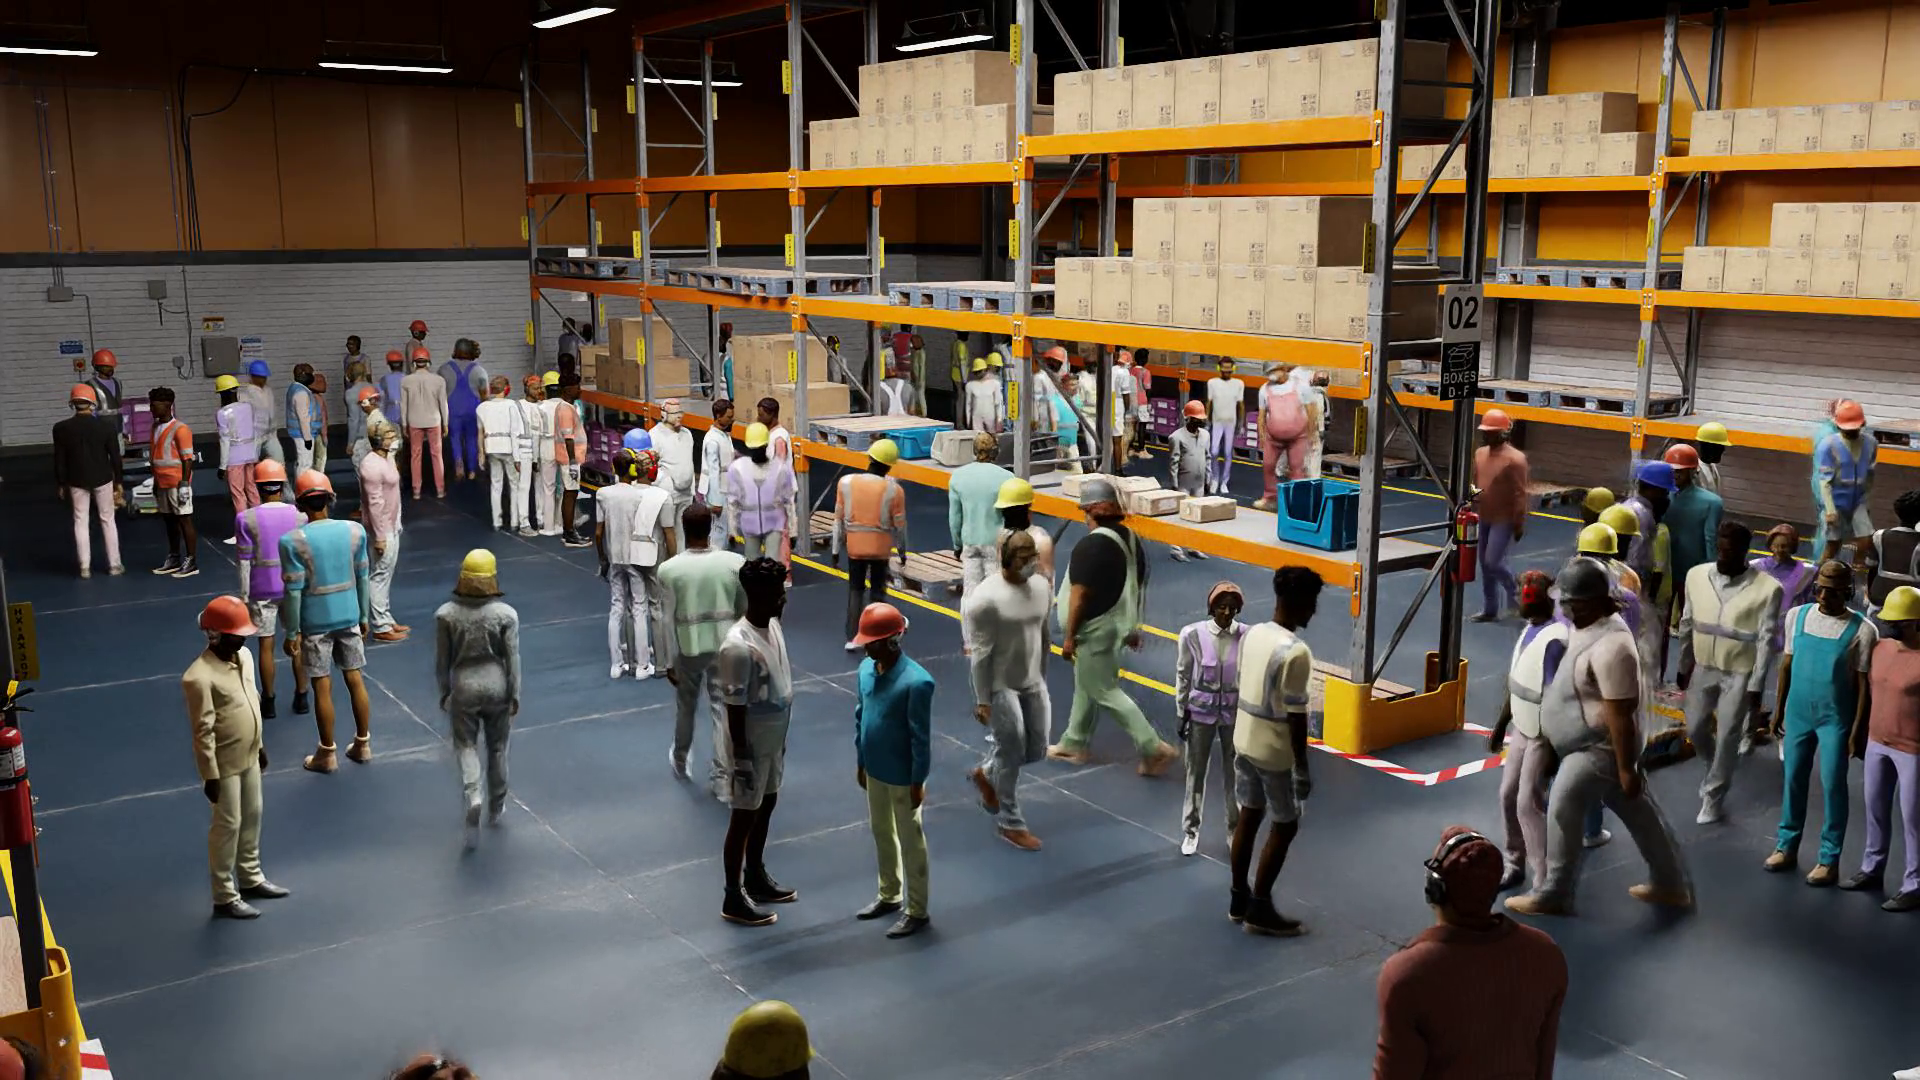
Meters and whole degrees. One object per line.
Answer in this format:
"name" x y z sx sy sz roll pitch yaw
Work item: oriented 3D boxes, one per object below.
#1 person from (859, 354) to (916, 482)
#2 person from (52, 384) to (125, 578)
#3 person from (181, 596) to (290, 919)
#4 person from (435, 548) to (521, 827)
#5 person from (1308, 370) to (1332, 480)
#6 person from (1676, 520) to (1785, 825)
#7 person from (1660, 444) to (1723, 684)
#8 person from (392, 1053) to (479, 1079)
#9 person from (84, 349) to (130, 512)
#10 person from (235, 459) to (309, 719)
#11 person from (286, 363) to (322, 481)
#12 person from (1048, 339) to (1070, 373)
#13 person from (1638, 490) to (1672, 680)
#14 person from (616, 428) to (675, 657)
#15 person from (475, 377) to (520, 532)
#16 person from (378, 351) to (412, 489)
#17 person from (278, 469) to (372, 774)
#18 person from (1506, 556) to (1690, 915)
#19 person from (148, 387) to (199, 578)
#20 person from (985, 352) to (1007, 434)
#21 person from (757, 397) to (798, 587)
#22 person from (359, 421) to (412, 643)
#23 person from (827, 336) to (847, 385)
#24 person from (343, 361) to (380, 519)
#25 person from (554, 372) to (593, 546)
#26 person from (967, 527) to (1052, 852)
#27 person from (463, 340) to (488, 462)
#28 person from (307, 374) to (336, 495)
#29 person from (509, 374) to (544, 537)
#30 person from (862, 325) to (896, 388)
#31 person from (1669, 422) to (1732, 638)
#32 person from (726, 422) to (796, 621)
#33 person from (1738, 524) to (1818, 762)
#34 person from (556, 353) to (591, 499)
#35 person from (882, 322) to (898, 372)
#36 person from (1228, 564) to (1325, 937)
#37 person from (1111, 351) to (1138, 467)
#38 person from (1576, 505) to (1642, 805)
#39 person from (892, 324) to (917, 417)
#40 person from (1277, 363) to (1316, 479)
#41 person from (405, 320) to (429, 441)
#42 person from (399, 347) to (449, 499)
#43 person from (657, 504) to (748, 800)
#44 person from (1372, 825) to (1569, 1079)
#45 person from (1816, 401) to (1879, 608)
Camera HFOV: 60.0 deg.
"person" -0.991 -1.338 20.697 0.703 2.000 0.943 -7 13 -32
"person" -8.939 -0.609 17.102 0.623 1.993 0.400 -5 12 -23
"person" -3.834 1.139 8.797 0.355 1.737 0.578 1 11 5
"person" -2.893 0.909 10.012 0.501 1.719 0.492 -3 11 -14
"person" 4.854 -1.486 22.488 0.307 1.641 0.514 1 11 6
"person" 4.681 0.794 10.163 0.607 1.898 0.515 11 15 44
"person" 5.482 0.249 12.732 0.397 1.990 0.619 -10 15 -43
"person" -1.363 2.074 4.342 0.592 1.613 0.555 -7 13 -31
"person" -10.670 -1.377 20.893 0.392 2.041 0.615 2 11 11
"person" -5.057 0.361 12.315 0.550 1.925 0.392 -8 13 -34
"person" -8.369 -1.340 21.260 0.431 1.835 0.623 -6 12 -27
"person" 1.592 -2.432 26.705 0.359 1.882 0.575 -4 12 -19
"person" 5.194 0.428 12.543 0.317 1.696 0.540 4 12 19
"person" -2.670 0.016 14.039 0.607 1.939 0.419 7 13 31
"person" -5.381 -0.994 19.491 0.596 1.824 0.450 1 11 6
"person" -7.675 -1.646 22.782 0.548 1.846 1.075 -3 11 -14
"person" -4.232 0.542 11.095 0.392 2.035 0.605 10 15 41
"person" 3.460 0.997 8.750 0.951 2.000 0.710 3 11 15
"person" -8.117 -0.599 17.108 0.604 1.966 0.367 7 13 33
"person" 0.483 -1.850 24.074 0.449 1.745 0.553 4 12 20
"person" -1.841 -0.477 16.651 0.409 1.907 0.598 -3 12 -17
"person" -5.028 -0.077 14.510 0.375 1.939 0.628 -2 11 -10
"person" -1.939 -2.244 25.816 0.506 1.861 0.330 11 15 43
"person" -7.336 -1.228 20.414 0.363 1.934 0.637 2 11 11
"person" -4.373 -0.913 18.714 0.361 1.964 0.613 -3 12 -17
"person" 0.272 0.853 9.801 0.625 1.923 0.592 -9 14 -40
"person" -7.369 -2.094 25.103 0.344 1.838 0.506 -1 11 -5
"person" -8.478 -1.385 22.008 0.269 1.628 0.502 -8 14 -35
"person" -4.953 -0.984 19.312 0.358 1.880 0.575 8 14 36
"person" -1.282 -2.447 26.378 0.542 2.000 0.750 -3 11 -13
"person" 6.482 -0.079 14.573 0.396 1.919 0.588 10 15 41
"person" -1.778 -0.143 14.956 0.627 1.898 0.669 0 11 1
"person" 5.567 0.690 11.374 0.523 1.632 0.315 6 13 29
"person" -5.148 -1.488 21.779 0.596 1.918 0.381 9 14 38
"person" -1.343 -3.103 30.291 0.403 1.825 0.593 -9 14 -38
"person" 1.625 1.076 8.598 0.424 1.947 0.645 -4 12 -18
"person" 2.358 -1.897 24.370 0.611 1.727 0.571 -10 15 -41
"person" 4.039 0.727 10.466 0.401 1.915 0.591 -4 12 -20
"person" -0.992 -3.094 30.248 0.628 1.832 0.432 5 12 25
"person" 4.642 -1.714 23.115 0.646 1.849 1.027 -11 15 -43
"person" -8.936 -2.636 27.494 0.408 1.986 0.617 0 11 1
"person" -7.028 -1.533 21.852 0.618 1.986 0.408 -3 12 -16
"person" -1.670 0.685 10.778 0.597 1.877 0.867 -4 12 -18
"person" 1.486 1.788 5.045 0.636 1.911 0.405 -4 12 -20
"person" 8.354 -0.313 15.608 0.643 1.980 0.805 -1 11 -5
